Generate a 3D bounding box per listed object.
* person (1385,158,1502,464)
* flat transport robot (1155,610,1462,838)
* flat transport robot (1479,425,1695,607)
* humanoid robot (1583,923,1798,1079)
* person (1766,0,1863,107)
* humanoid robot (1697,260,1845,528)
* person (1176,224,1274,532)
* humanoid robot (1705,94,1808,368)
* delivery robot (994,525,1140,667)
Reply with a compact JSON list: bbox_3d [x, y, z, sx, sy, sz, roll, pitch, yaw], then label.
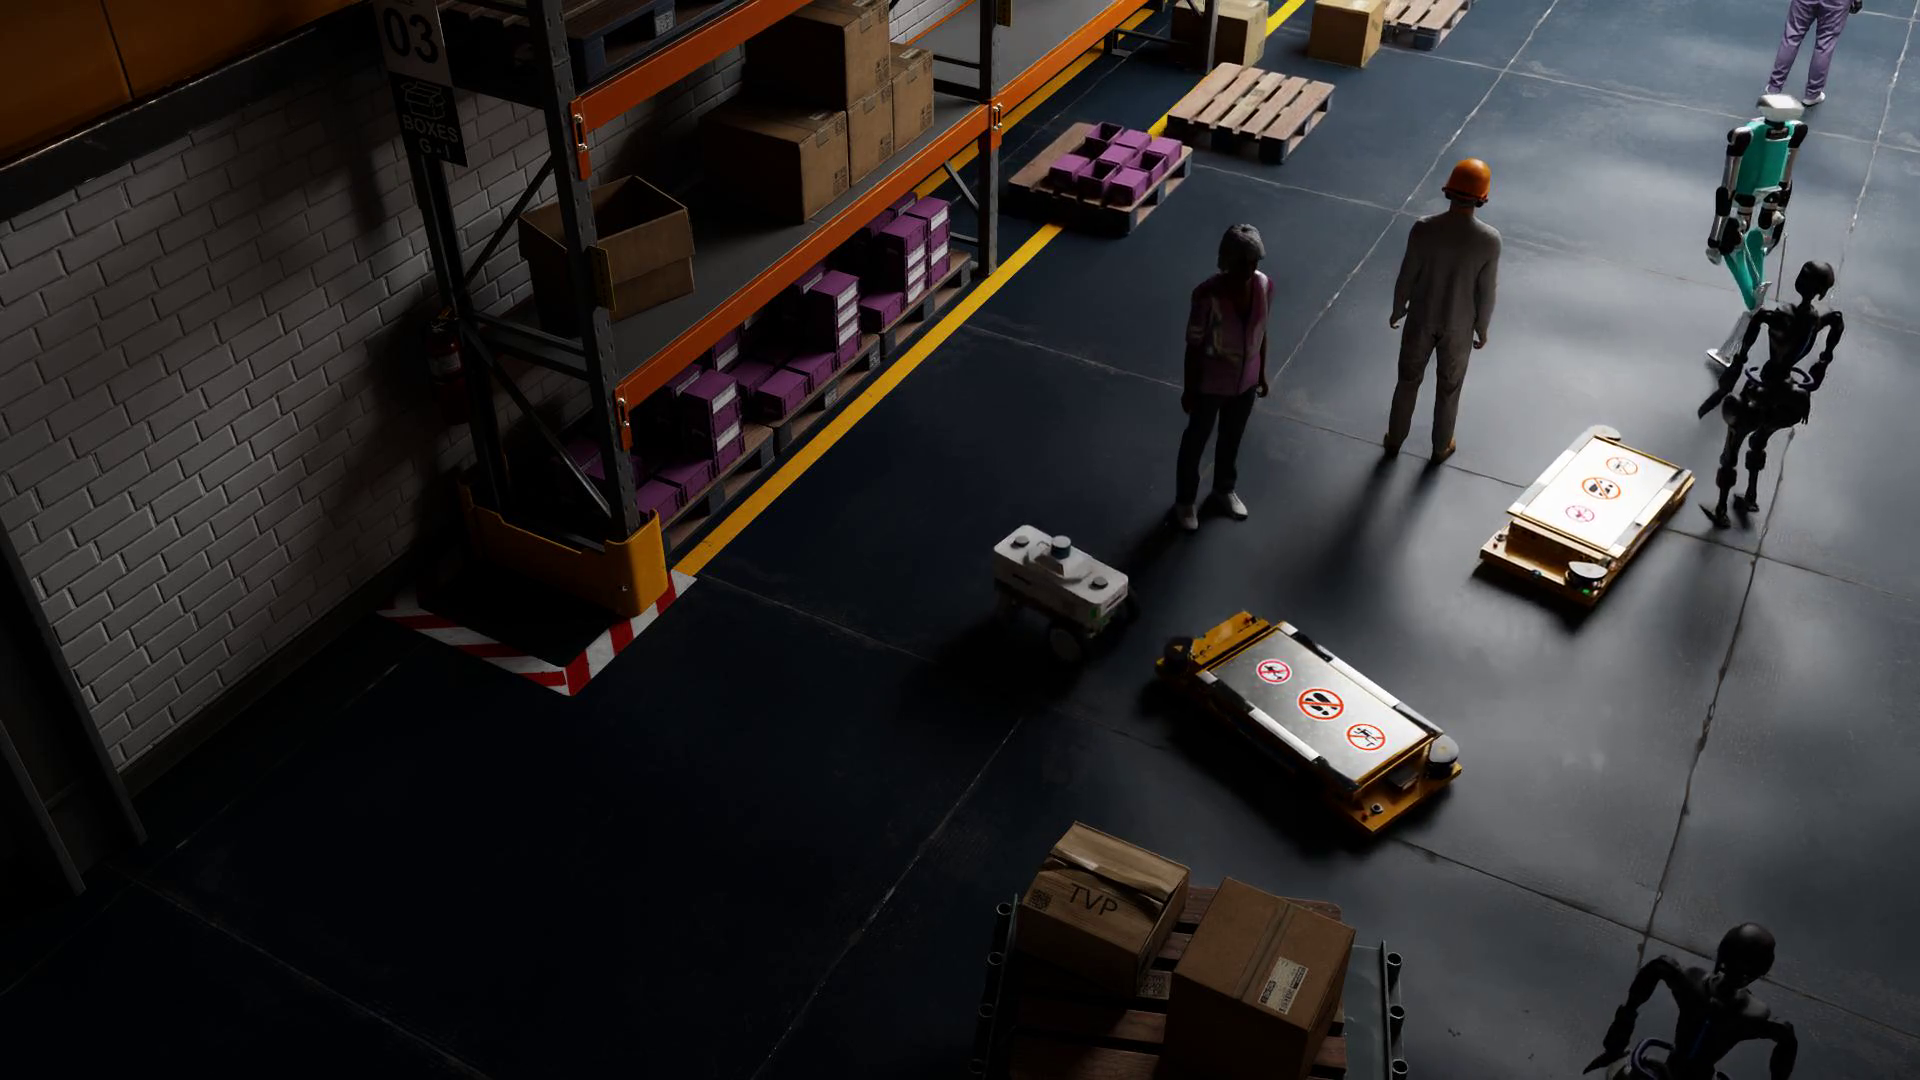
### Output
[{"bbox_3d":[2.754,-1.290,9.532,0.567,1.896,0.376,15,41,18],"label":"person"},{"bbox_3d":[1.691,0.842,8.168,0.659,0.231,1.431,-26,46,-29],"label":"flat transport robot"},{"bbox_3d":[3.582,-0.165,9.426,0.659,0.231,1.431,28,46,30],"label":"flat transport robot"},{"bbox_3d":[2.454,1.919,5.699,0.610,1.649,0.341,27,46,29],"label":"humanoid robot"},{"bbox_3d":[7.038,-4.484,13.521,0.638,1.901,0.409,22,44,25],"label":"person"},{"bbox_3d":[4.387,-0.787,9.079,0.607,1.651,0.333,-3,39,-4],"label":"humanoid robot"},{"bbox_3d":[1.445,-0.881,9.057,0.523,1.846,0.319,-14,41,-16],"label":"person"},{"bbox_3d":[4.981,-1.777,10.321,0.540,1.842,0.764,-12,40,-15],"label":"humanoid robot"},{"bbox_3d":[0.526,0.249,8.671,0.752,0.585,0.523,28,47,31],"label":"delivery robot"}]
